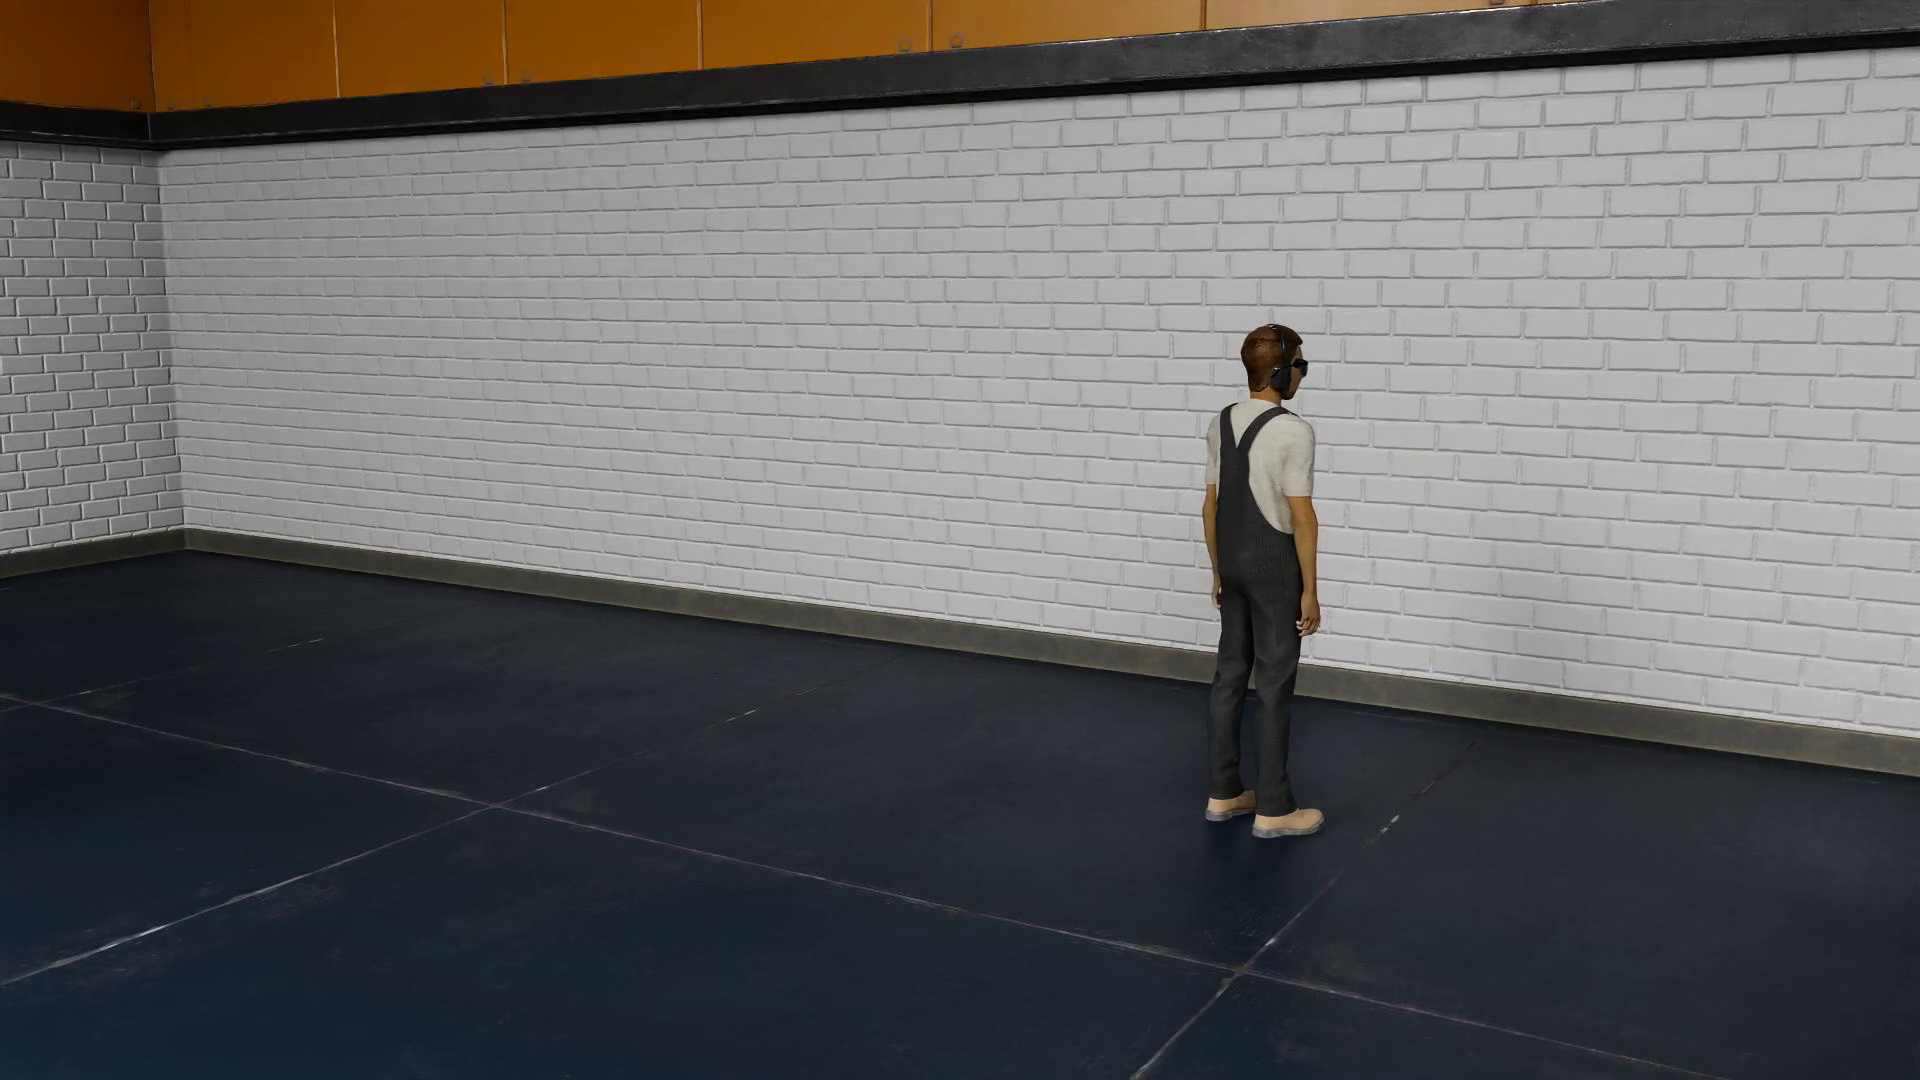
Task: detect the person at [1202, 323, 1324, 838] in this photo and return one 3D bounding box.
[{"bbox_3d":[1.099,0.147,6.010,0.333,1.844,0.514,-6,11,-34],"label":"person"}]
